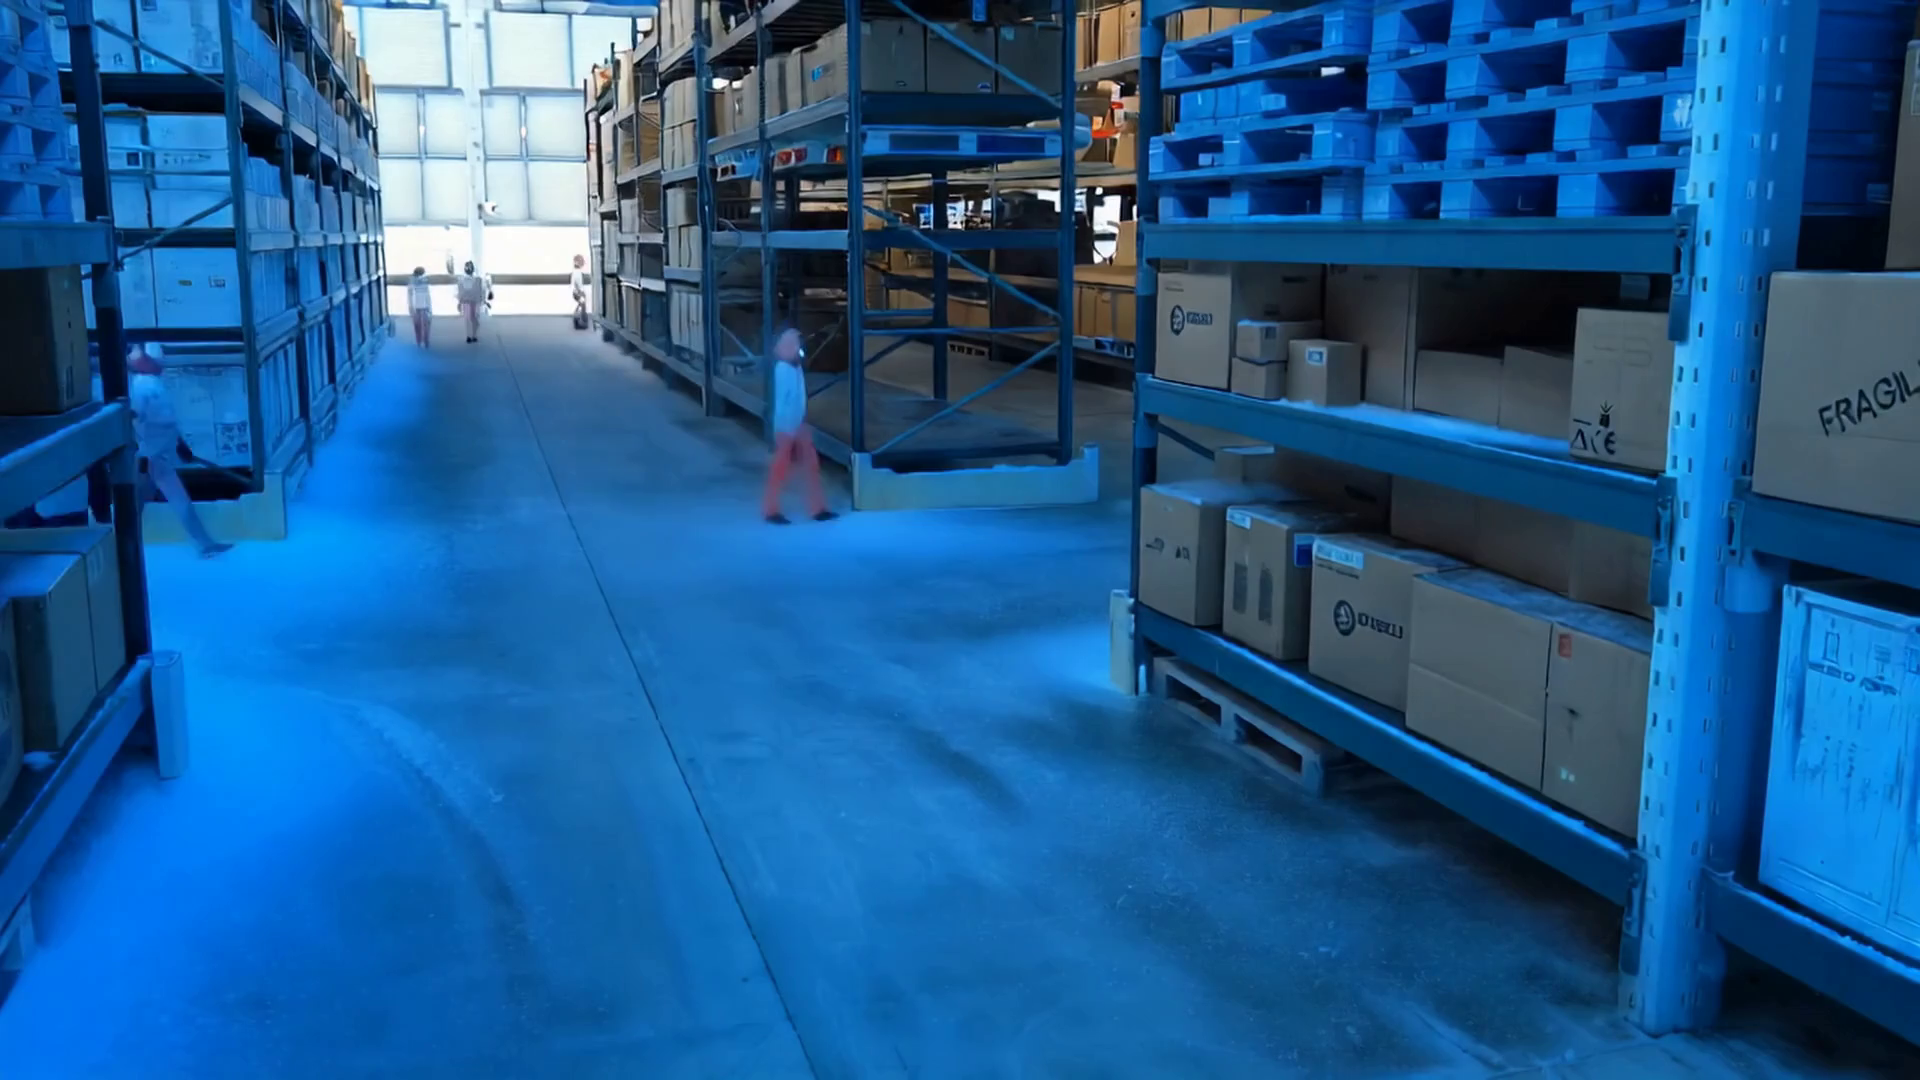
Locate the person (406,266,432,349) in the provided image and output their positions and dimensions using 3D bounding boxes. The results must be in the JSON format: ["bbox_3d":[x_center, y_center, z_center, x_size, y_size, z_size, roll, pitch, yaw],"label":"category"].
[{"bbox_3d":[-11.323,-4.856,34.835,0.576,1.743,0.504,-5,11,-25],"label":"person"}]

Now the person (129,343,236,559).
[{"bbox_3d":[-5.815,-0.632,12.079,0.894,1.590,0.518,-3,11,-15],"label":"person"}]

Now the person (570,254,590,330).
[{"bbox_3d":[-9.548,-6.249,41.958,0.623,1.917,0.584,0,10,-1],"label":"person"}]

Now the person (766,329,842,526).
[{"bbox_3d":[-1.269,-0.896,13.475,0.724,1.602,0.518,3,11,15],"label":"person"}]

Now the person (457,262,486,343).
[{"bbox_3d":[-10.902,-5.303,37.153,0.616,1.782,0.922,-3,11,-17],"label":"person"}]

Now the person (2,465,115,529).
[{"bbox_3d":[-4.639,-0.118,8.435,0.854,1.895,0.588,2,11,10],"label":"person"}]

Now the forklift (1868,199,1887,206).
[{"bbox_3d":[11.338,-2.915,21.052,1.129,2.768,1.873,-3,11,-17],"label":"forklift"}]
